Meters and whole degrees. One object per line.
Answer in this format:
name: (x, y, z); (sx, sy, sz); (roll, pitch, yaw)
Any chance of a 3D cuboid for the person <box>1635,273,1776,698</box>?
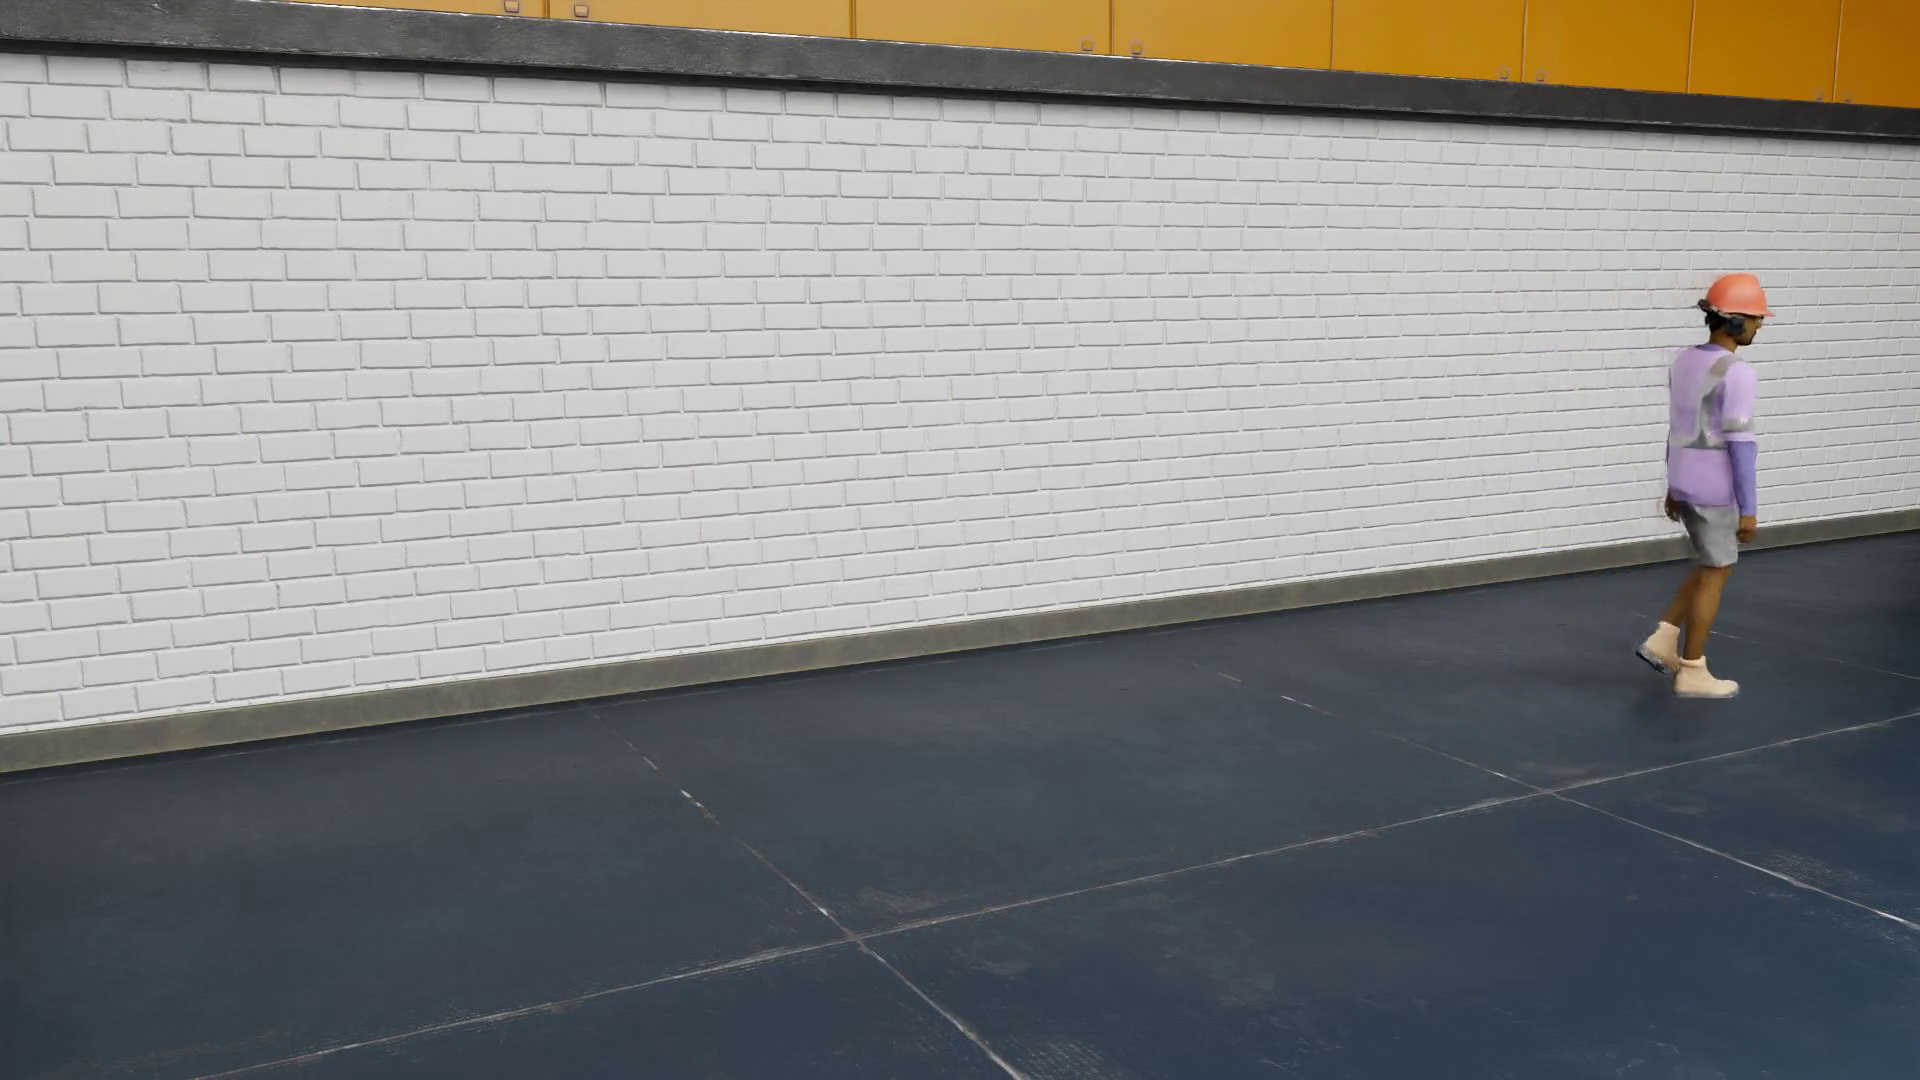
person: (3.580, -0.240, 7.872); (0.424, 2.023, 0.631); (-1, 10, -3)
